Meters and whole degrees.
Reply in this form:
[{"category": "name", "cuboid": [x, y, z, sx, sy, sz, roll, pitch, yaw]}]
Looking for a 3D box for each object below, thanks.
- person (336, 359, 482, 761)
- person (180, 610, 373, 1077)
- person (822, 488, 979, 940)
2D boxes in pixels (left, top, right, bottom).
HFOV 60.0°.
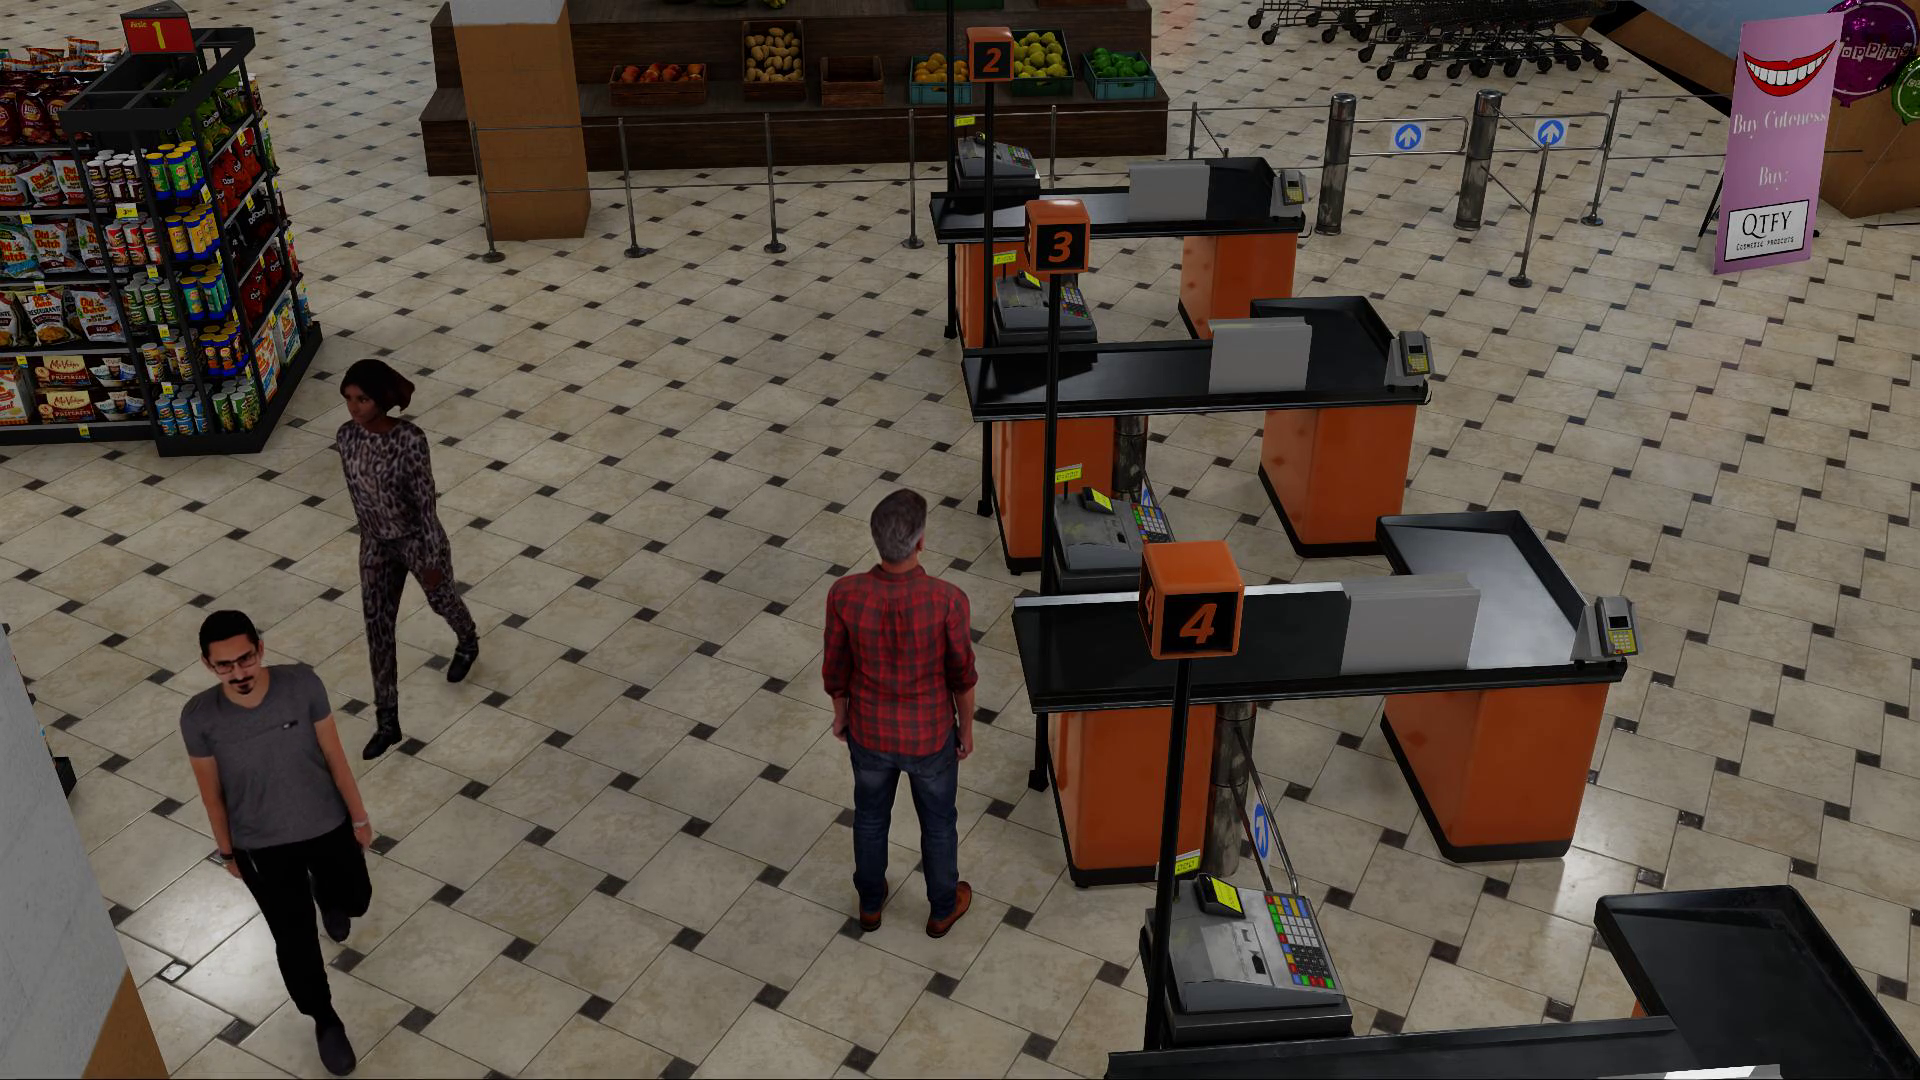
[{"category": "person", "cuboid": [-2.305, 0.008, 7.071, 1.129, 1.666, 0.907, 8, 33, 12]}, {"category": "person", "cuboid": [-2.231, 0.925, 5.532, 1.017, 1.735, 0.970, -19, 37, -28]}, {"category": "person", "cuboid": [-0.208, 0.642, 5.897, 0.585, 1.830, 0.806, 5, 32, 9]}]
